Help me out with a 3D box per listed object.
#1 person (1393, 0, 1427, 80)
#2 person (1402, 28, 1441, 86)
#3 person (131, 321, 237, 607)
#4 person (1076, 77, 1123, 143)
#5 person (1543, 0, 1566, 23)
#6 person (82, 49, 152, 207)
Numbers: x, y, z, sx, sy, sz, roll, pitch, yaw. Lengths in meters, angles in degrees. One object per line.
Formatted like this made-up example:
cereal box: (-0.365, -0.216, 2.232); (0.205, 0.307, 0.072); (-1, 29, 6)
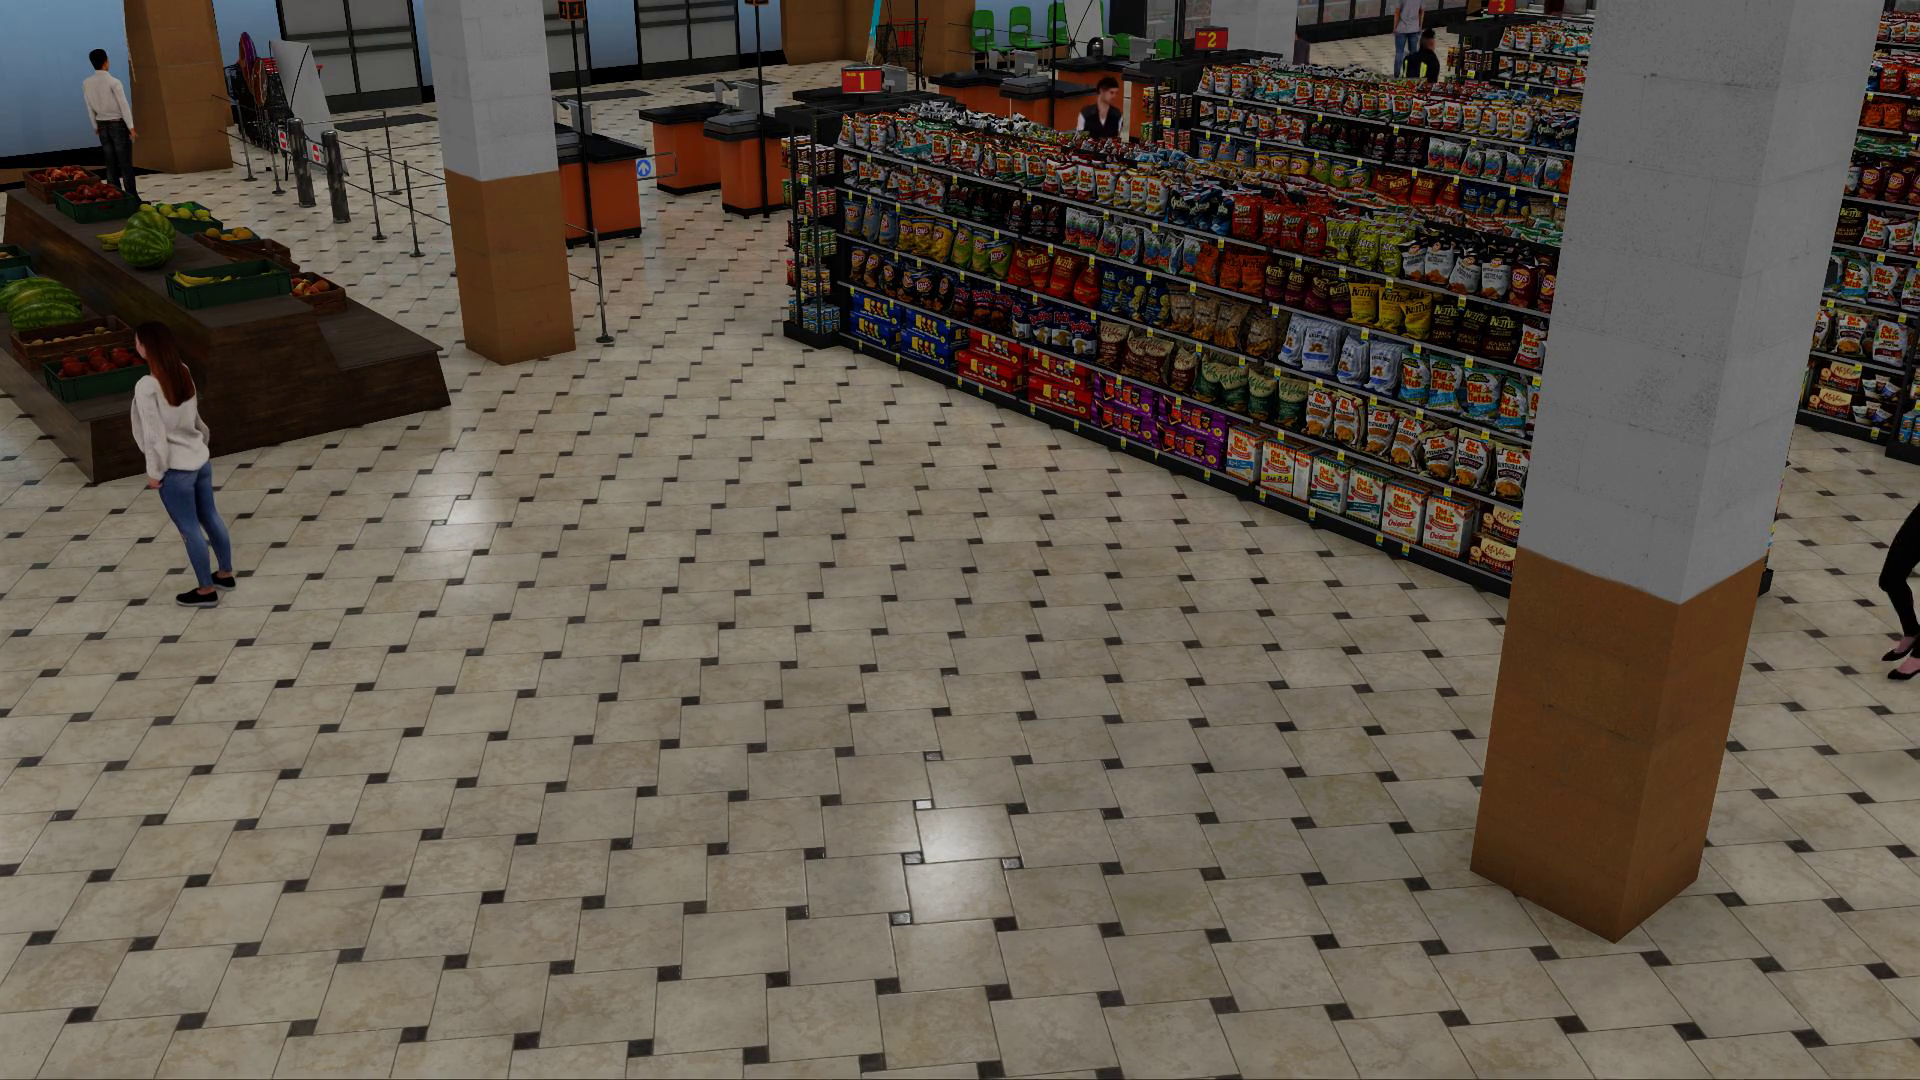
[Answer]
person: (7.620, -8.738, 28.280); (0.755, 1.890, 0.789); (0, 24, -1)
person: (5.638, -5.406, 20.759); (0.811, 1.815, 1.062); (-19, 30, -37)
person: (-4.475, -0.436, 9.555); (0.743, 1.691, 0.709); (5, 24, 11)
person: (1.372, -3.850, 17.215); (1.098, 1.806, 1.246); (-1, 24, -3)
person: (10.589, -9.290, 29.677); (0.680, 1.782, 0.574); (-13, 27, -27)
person: (-9.825, -4.759, 19.284); (0.720, 1.812, 0.801); (4, 24, 9)
